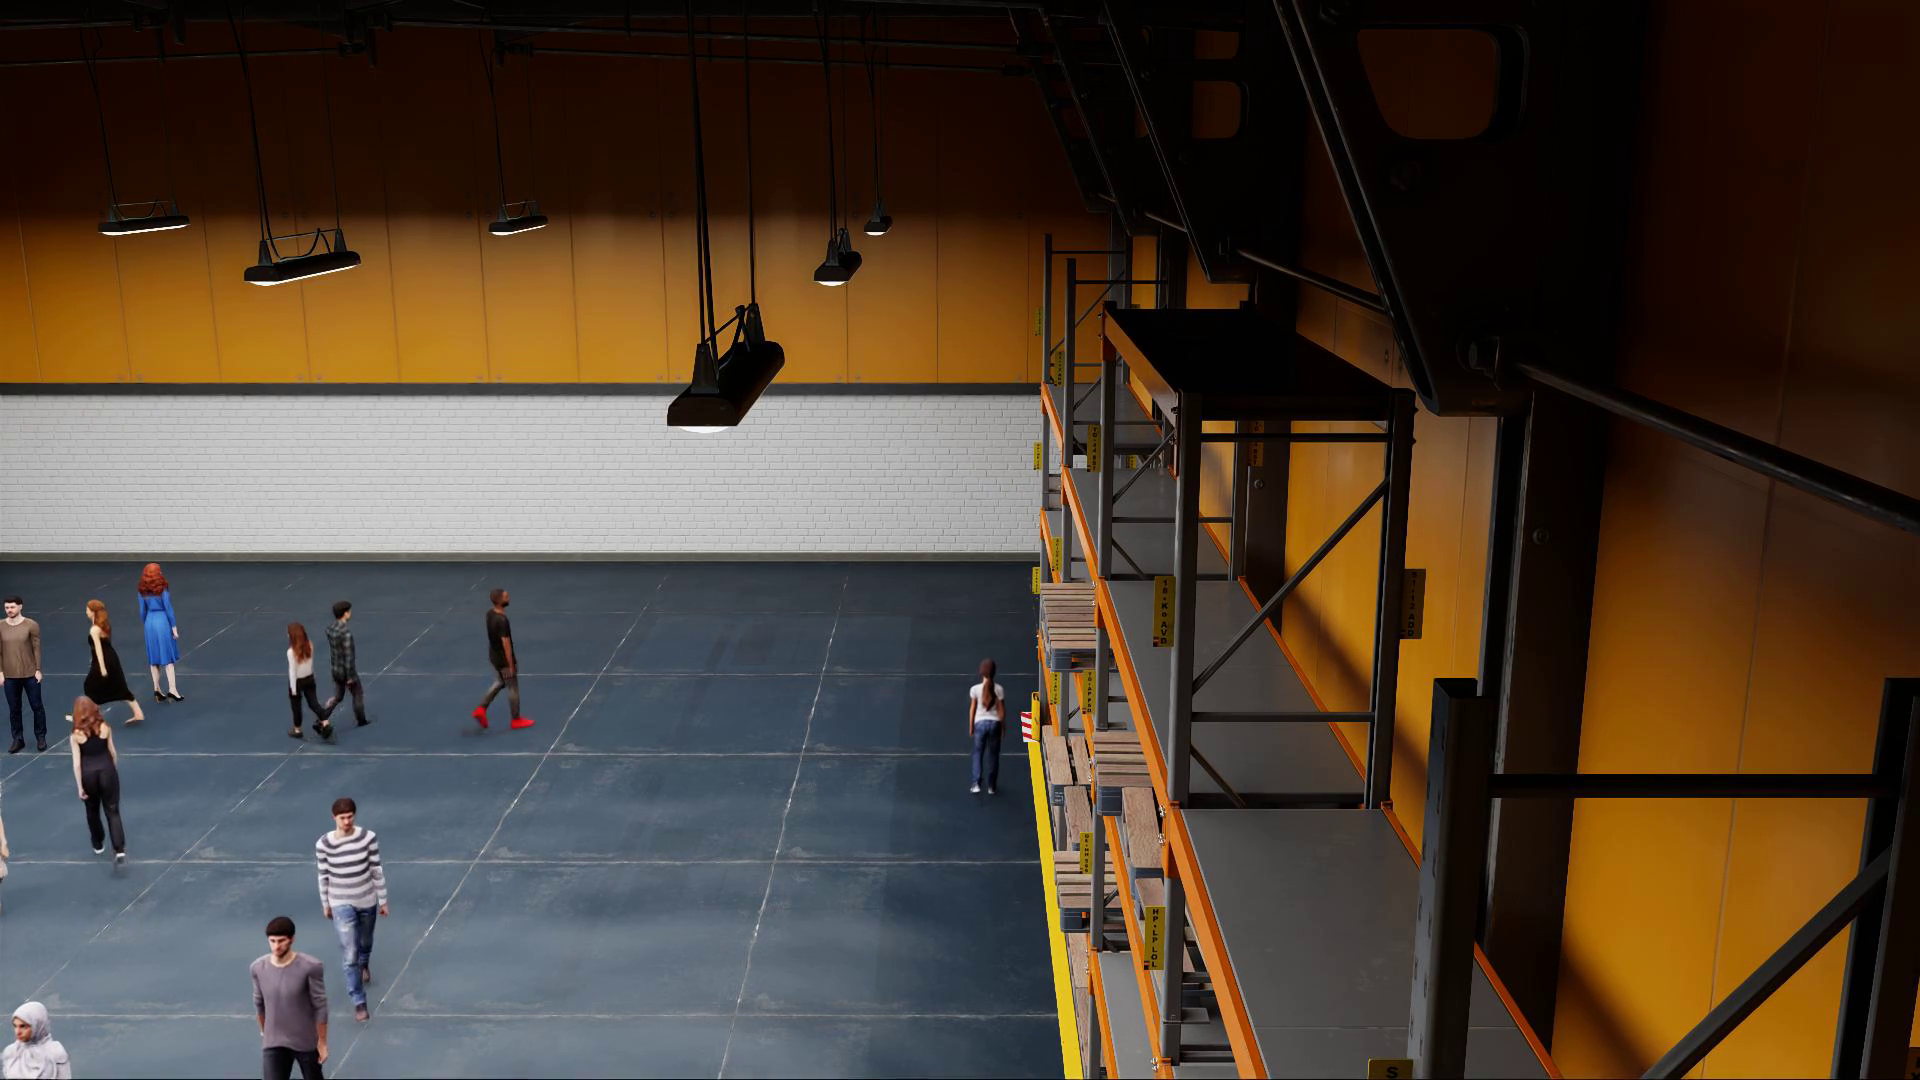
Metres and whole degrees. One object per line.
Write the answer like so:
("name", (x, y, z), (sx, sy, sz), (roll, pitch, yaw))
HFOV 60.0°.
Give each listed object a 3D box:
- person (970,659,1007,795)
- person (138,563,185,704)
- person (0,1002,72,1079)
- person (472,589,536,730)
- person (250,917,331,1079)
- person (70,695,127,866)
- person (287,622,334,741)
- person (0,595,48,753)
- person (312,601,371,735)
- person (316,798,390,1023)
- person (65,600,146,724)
("person", (0.307, 2.059, 18.181), (0.575, 1.552, 0.638), (1, 14, 6))
("person", (-10.210, 1.185, 21.204), (0.652, 1.829, 0.624), (3, 14, 11))
("person", (-5.847, 3.769, 10.646), (0.645, 1.775, 0.590), (2, 14, 10))
("person", (-5.612, 1.461, 20.145), (1.073, 1.790, 1.036), (-11, 18, -39))
("person", (-4.676, 3.479, 11.744), (0.762, 1.822, 1.060), (-1, 14, -5))
("person", (-8.486, 2.400, 16.440), (1.015, 1.709, 1.186), (-10, 17, -35))
("person", (-7.789, 1.699, 19.848), (0.890, 1.469, 0.940), (8, 16, 29))
("person", (-11.049, 1.550, 19.570), (0.715, 1.889, 0.679), (-4, 14, -17))
("person", (-7.586, 1.588, 20.249), (1.073, 1.691, 1.152), (11, 17, 37))
("person", (-5.047, 2.985, 13.824), (1.030, 1.803, 1.321), (-7, 15, -26))
("person", (-10.340, 1.530, 20.318), (0.655, 1.575, 1.059), (-1, 14, -5))
